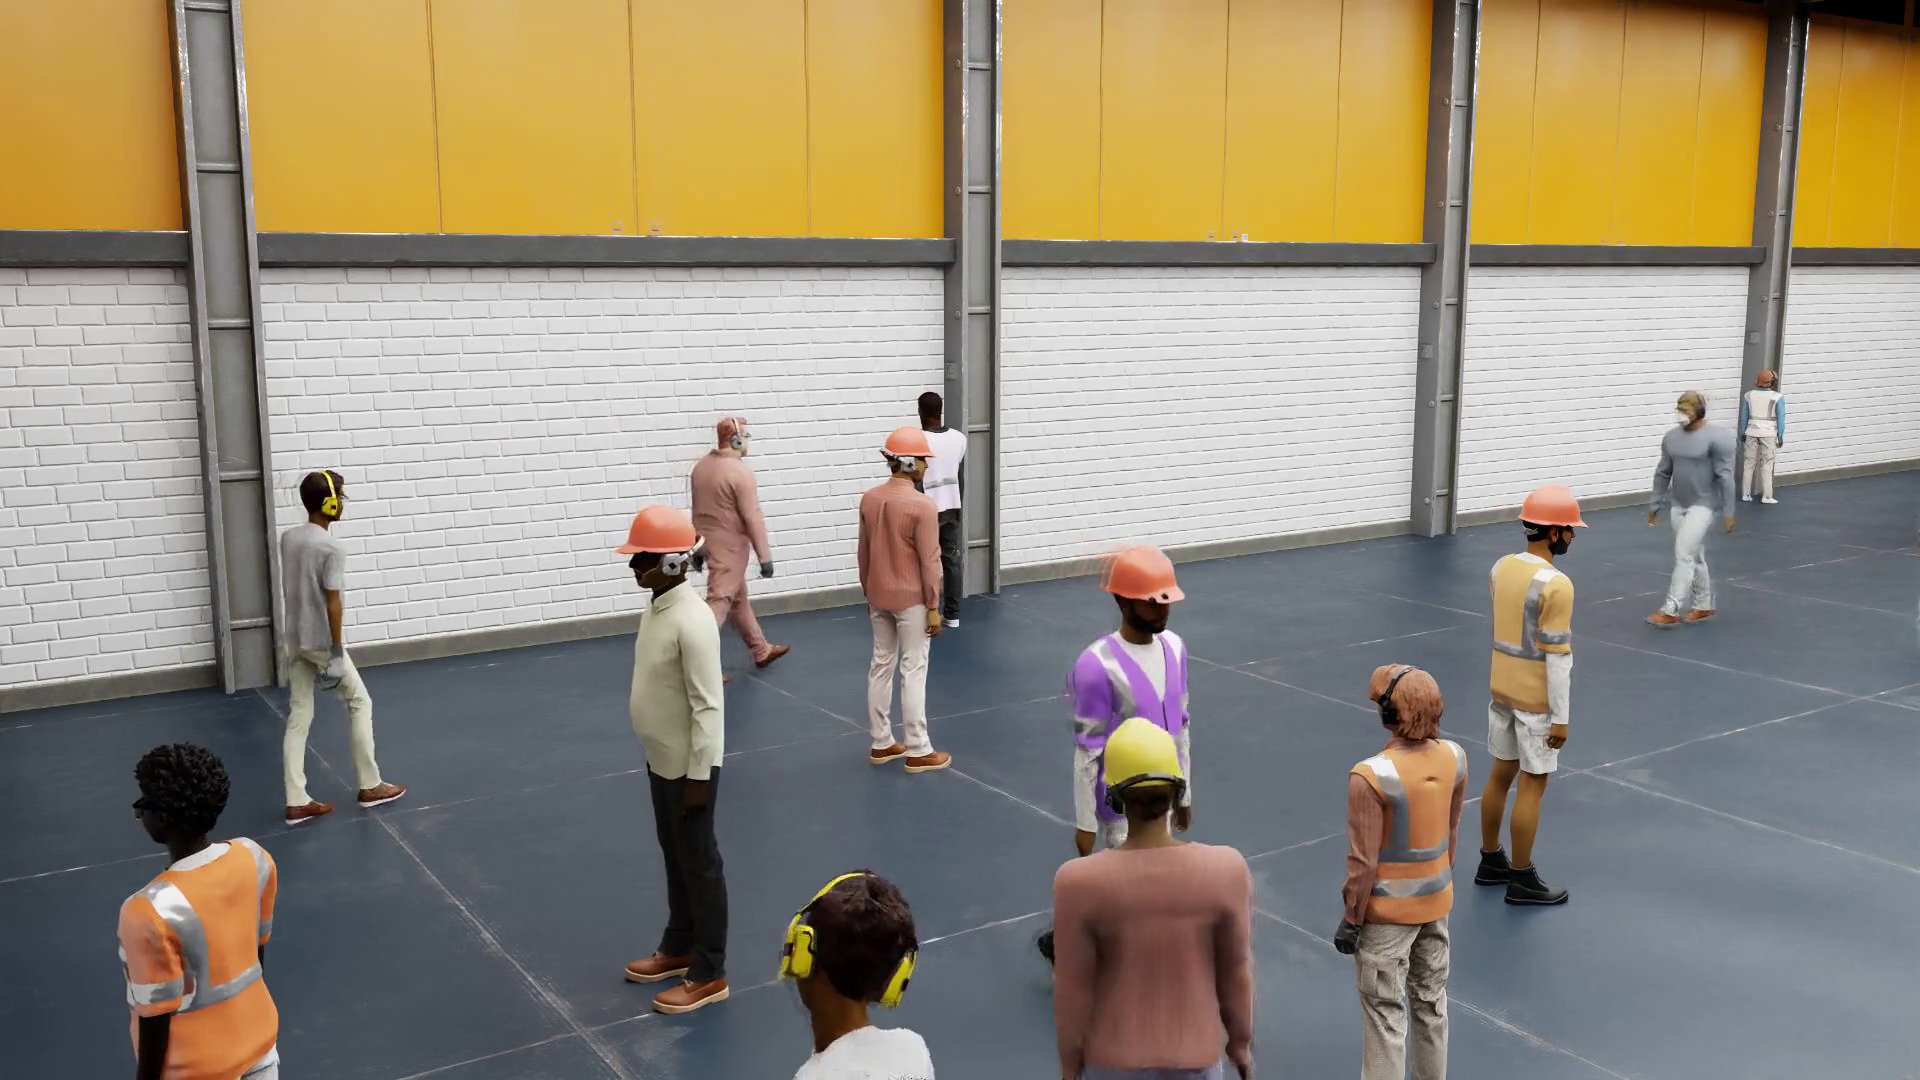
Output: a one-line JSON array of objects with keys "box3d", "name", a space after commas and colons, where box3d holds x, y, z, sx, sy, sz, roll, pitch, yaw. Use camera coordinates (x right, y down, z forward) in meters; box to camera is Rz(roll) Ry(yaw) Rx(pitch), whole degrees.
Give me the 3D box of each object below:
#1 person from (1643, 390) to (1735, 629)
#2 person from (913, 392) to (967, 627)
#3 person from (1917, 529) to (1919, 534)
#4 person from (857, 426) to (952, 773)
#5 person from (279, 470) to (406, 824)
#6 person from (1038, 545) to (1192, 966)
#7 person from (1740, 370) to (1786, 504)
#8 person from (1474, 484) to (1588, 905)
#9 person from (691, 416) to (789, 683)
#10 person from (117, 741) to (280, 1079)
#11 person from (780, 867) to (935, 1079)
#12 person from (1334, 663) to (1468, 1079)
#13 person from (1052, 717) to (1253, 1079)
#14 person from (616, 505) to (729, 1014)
[{"box3d": [5.768, -0.237, 13.321, 0.906, 1.903, 0.664, -3, 10, -20], "name": "person"}, {"box3d": [-0.193, -0.220, 13.231, 0.392, 1.910, 0.589, 9, 13, 44], "name": "person"}, {"box3d": [10.565, -0.927, 17.699, 0.343, 1.840, 0.507, -3, 10, -20], "name": "person"}, {"box3d": [-0.327, 0.338, 9.614, 0.612, 1.991, 0.392, 9, 13, 44], "name": "person"}, {"box3d": [-3.335, 0.546, 8.830, 0.522, 1.838, 0.783, 5, 11, 27], "name": "person"}, {"box3d": [0.616, 0.940, 6.261, 0.890, 1.908, 0.552, 9, 13, 44], "name": "person"}, {"box3d": [9.787, -1.257, 20.296, 0.310, 1.636, 0.523, -8, 12, -38], "name": "person"}, {"box3d": [2.625, 0.704, 7.601, 0.382, 1.933, 0.543, -2, 10, -14], "name": "person"}, {"box3d": [-1.548, 0.066, 11.661, 0.978, 1.853, 0.668, -7, 12, -37], "name": "person"}, {"box3d": [-1.983, 1.358, 4.363, 0.318, 1.697, 0.533, 2, 10, 9], "name": "person"}, {"box3d": [-0.250, 1.524, 3.003, 0.568, 1.820, 0.618, 7, 12, 36], "name": "person"}, {"box3d": [1.438, 1.208, 5.432, 0.513, 1.641, 0.307, -7, 12, -36], "name": "person"}, {"box3d": [0.503, 1.338, 4.305, 0.540, 1.749, 0.493, 0, 9, -1], "name": "person"}, {"box3d": [-1.122, 0.849, 6.530, 0.394, 1.994, 0.612, -5, 11, -26], "name": "person"}]
